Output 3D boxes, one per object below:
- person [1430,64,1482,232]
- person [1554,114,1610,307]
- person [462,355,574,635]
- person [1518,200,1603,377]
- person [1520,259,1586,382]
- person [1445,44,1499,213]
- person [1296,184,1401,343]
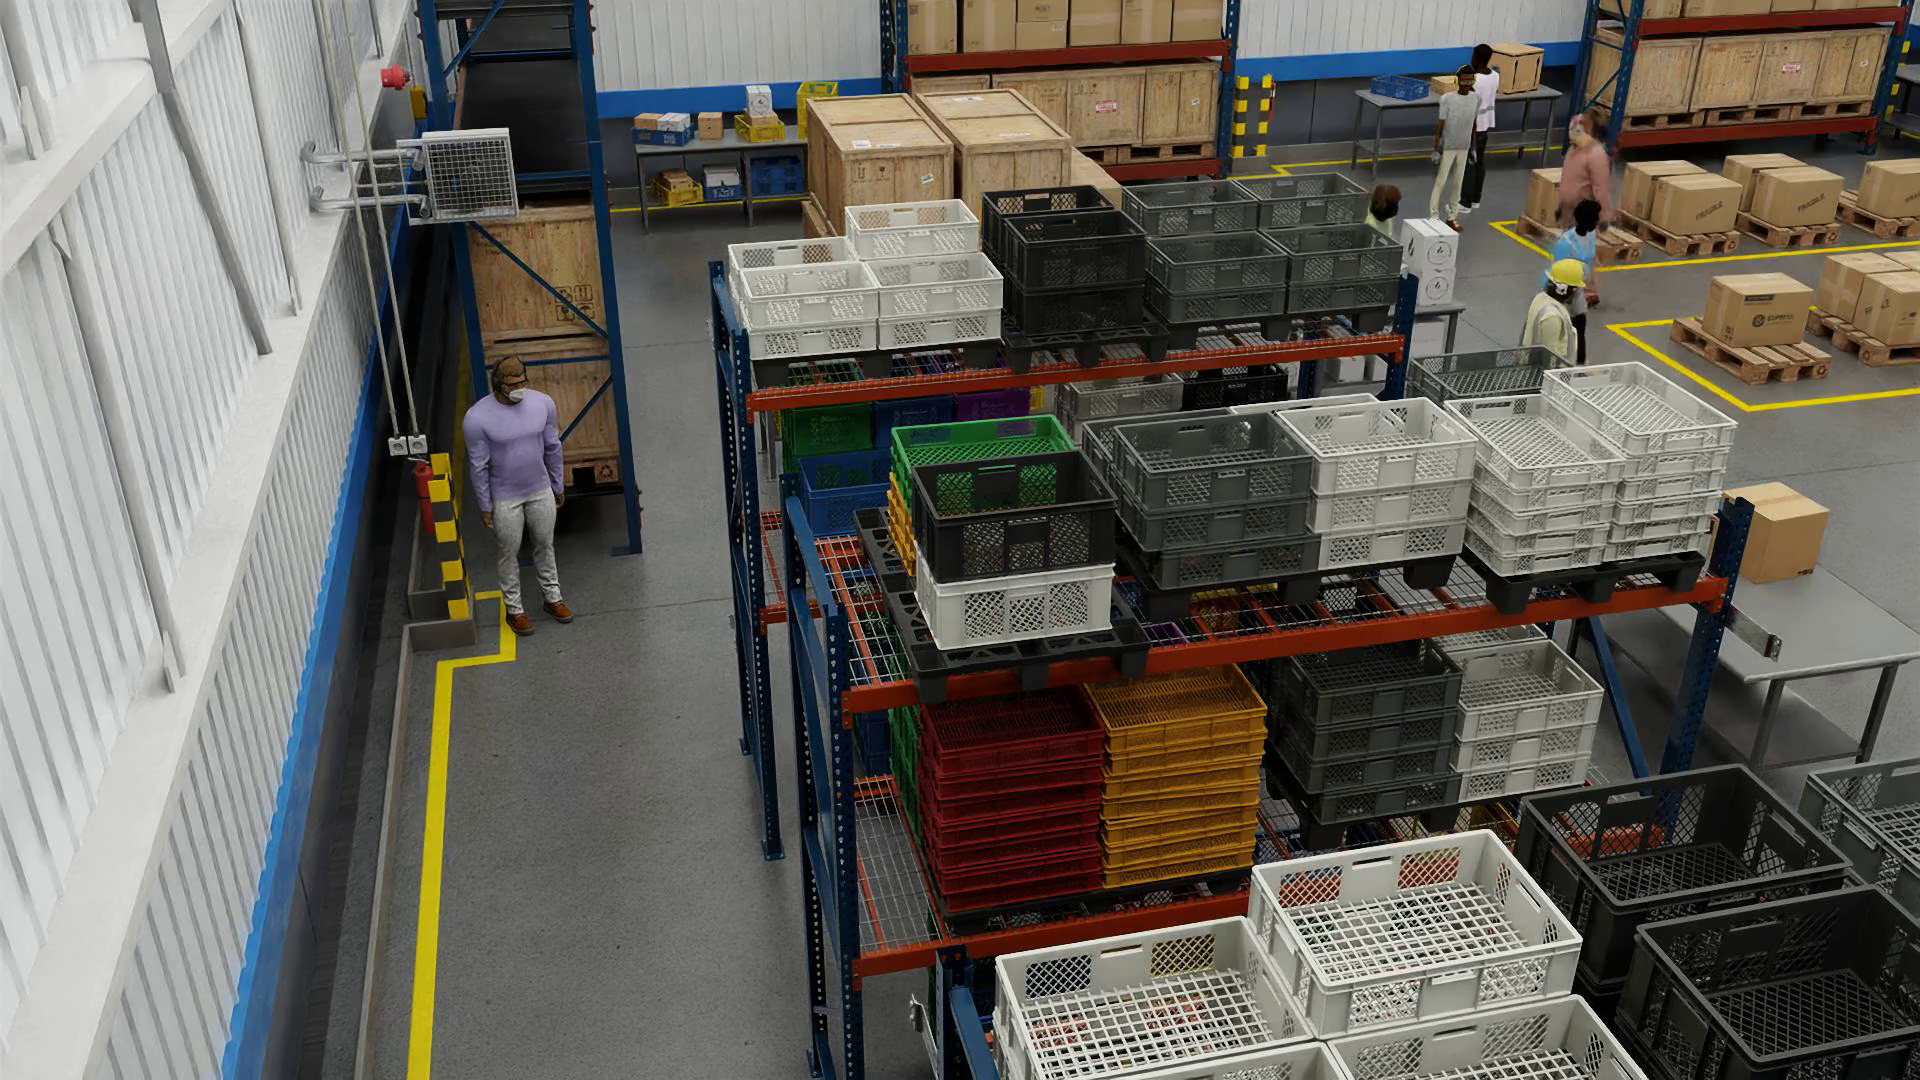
[{"bbox_3d":[5.548,-4.371,18.607,0.531,1.870,0.316,-5,28,-10],"label":"person"},{"bbox_3d":[6.169,-3.280,16.546,0.470,1.865,0.699,-3,28,-5],"label":"person"},{"bbox_3d":[-2.857,-0.307,10.836,0.625,1.933,0.374,-20,34,-32],"label":"person"},{"bbox_3d":[5.423,-2.207,14.726,0.544,1.641,0.877,-18,33,-30],"label":"person"},{"bbox_3d":[4.502,-1.276,12.783,0.403,1.826,0.589,4,28,7],"label":"person"},{"bbox_3d":[5.992,-4.774,19.325,0.393,1.916,0.590,24,36,38],"label":"person"},{"bbox_3d":[3.467,-2.331,14.833,0.971,1.791,0.651,22,35,36],"label":"person"}]
